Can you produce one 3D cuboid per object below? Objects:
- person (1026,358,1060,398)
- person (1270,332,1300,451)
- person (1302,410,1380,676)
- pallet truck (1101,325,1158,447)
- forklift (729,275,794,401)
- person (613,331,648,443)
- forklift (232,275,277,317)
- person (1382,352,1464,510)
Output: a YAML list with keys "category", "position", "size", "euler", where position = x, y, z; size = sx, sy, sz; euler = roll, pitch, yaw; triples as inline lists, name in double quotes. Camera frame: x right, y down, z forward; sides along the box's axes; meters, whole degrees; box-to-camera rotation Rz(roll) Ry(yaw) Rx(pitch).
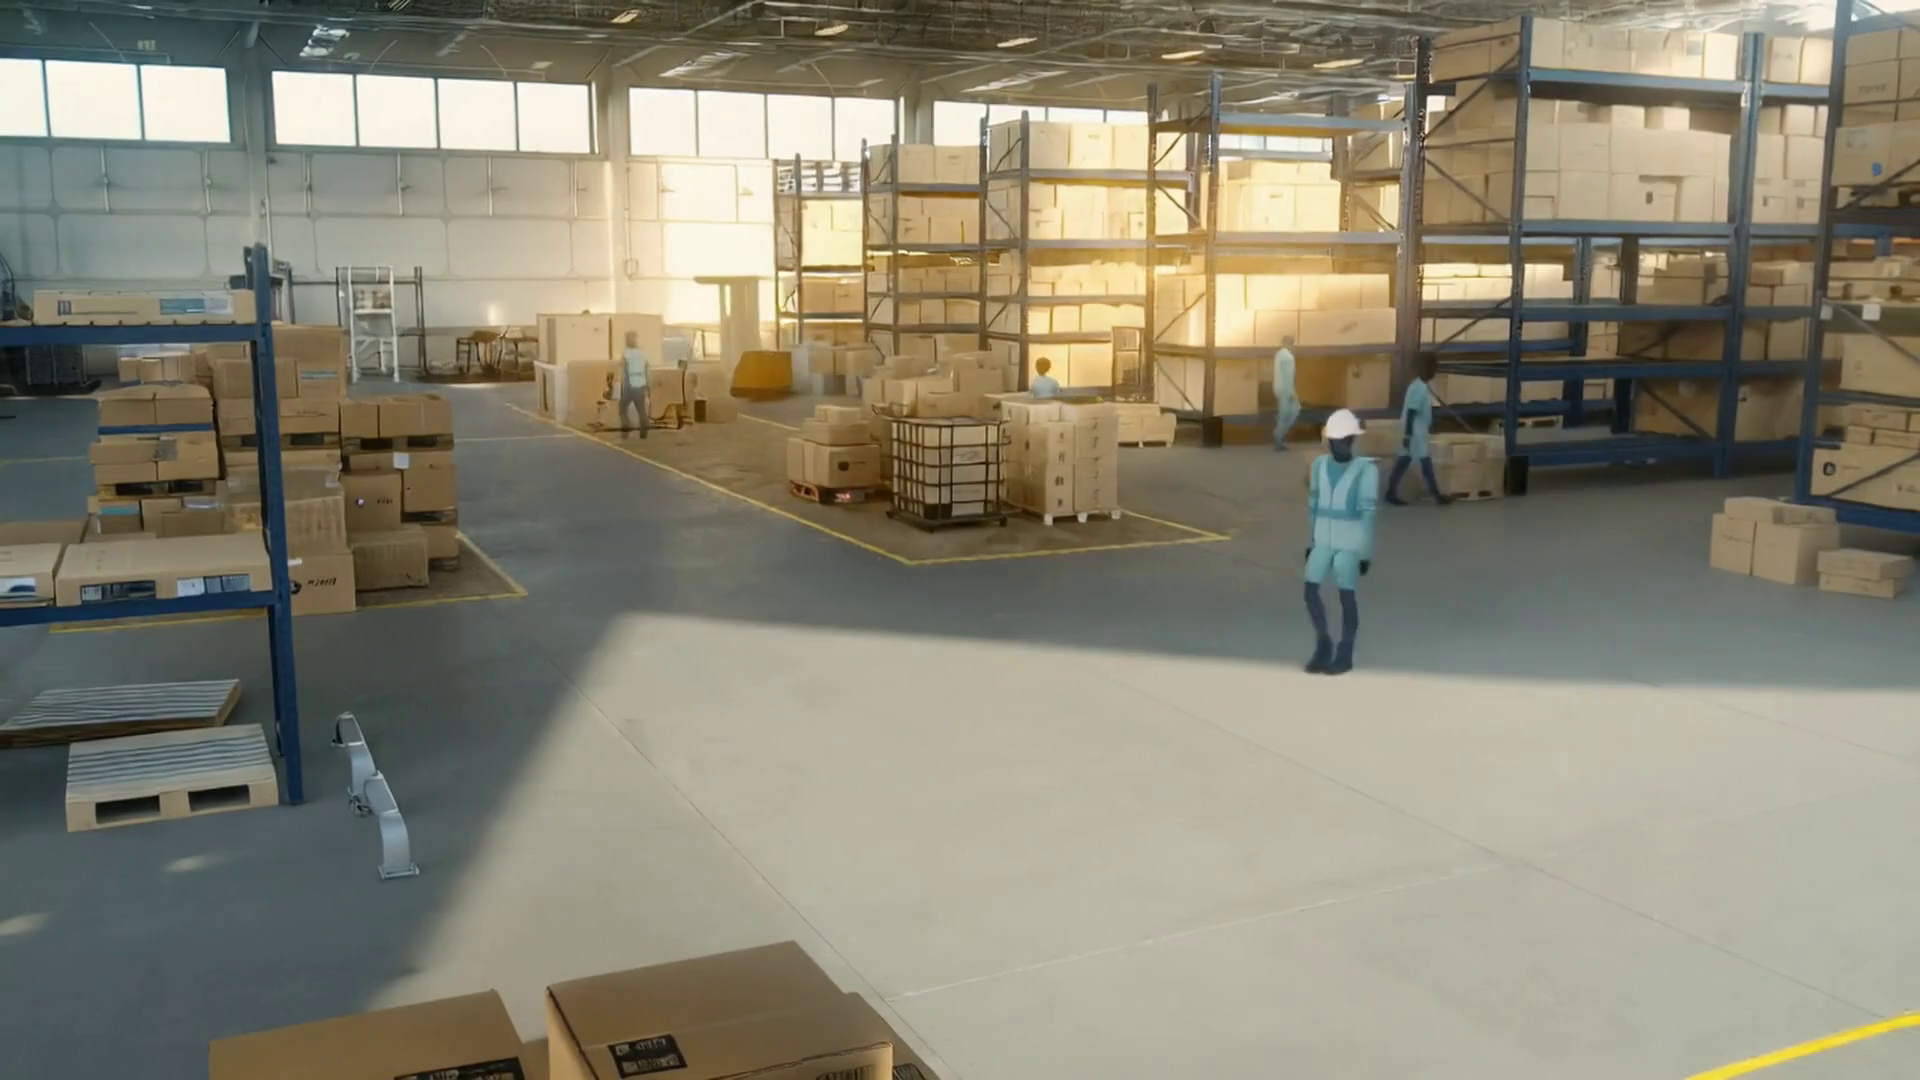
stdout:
- category: "person"
  position: [1.172, -1.782, 23.921]
  size: [0.548, 1.644, 0.889]
  euler: [-3, 10, -17]
- category: "person"
  position: [5.245, -2.378, 26.812]
  size: [0.431, 1.919, 0.658]
  euler: [-2, 9, -10]
- category: "person"
  position: [2.670, 0.033, 11.845]
  size: [0.580, 1.919, 0.530]
  euler: [8, 12, 42]
- category: "pallet truck"
  position: [2.881, -2.596, 27.923]
  size: [0.823, 1.965, 1.885]
  euler: [-1, 9, -7]
- category: "forklift"
  position: [-4.810, -4.591, 37.568]
  size: [1.873, 2.768, 1.129]
  euler: [3, 10, 20]
- category: "person"
  position: [-5.599, -2.591, 28.225]
  size: [0.806, 1.884, 0.616]
  euler: [7, 11, 35]
- category: "forklift"
  position: [-16.382, -4.786, 38.781]
  size: [1.129, 2.768, 1.873]
  euler: [-4, 10, -25]
- category: "person"
  position: [5.650, -1.317, 20.243]
  size: [1.010, 1.908, 0.631]
  euler: [3, 10, 17]
